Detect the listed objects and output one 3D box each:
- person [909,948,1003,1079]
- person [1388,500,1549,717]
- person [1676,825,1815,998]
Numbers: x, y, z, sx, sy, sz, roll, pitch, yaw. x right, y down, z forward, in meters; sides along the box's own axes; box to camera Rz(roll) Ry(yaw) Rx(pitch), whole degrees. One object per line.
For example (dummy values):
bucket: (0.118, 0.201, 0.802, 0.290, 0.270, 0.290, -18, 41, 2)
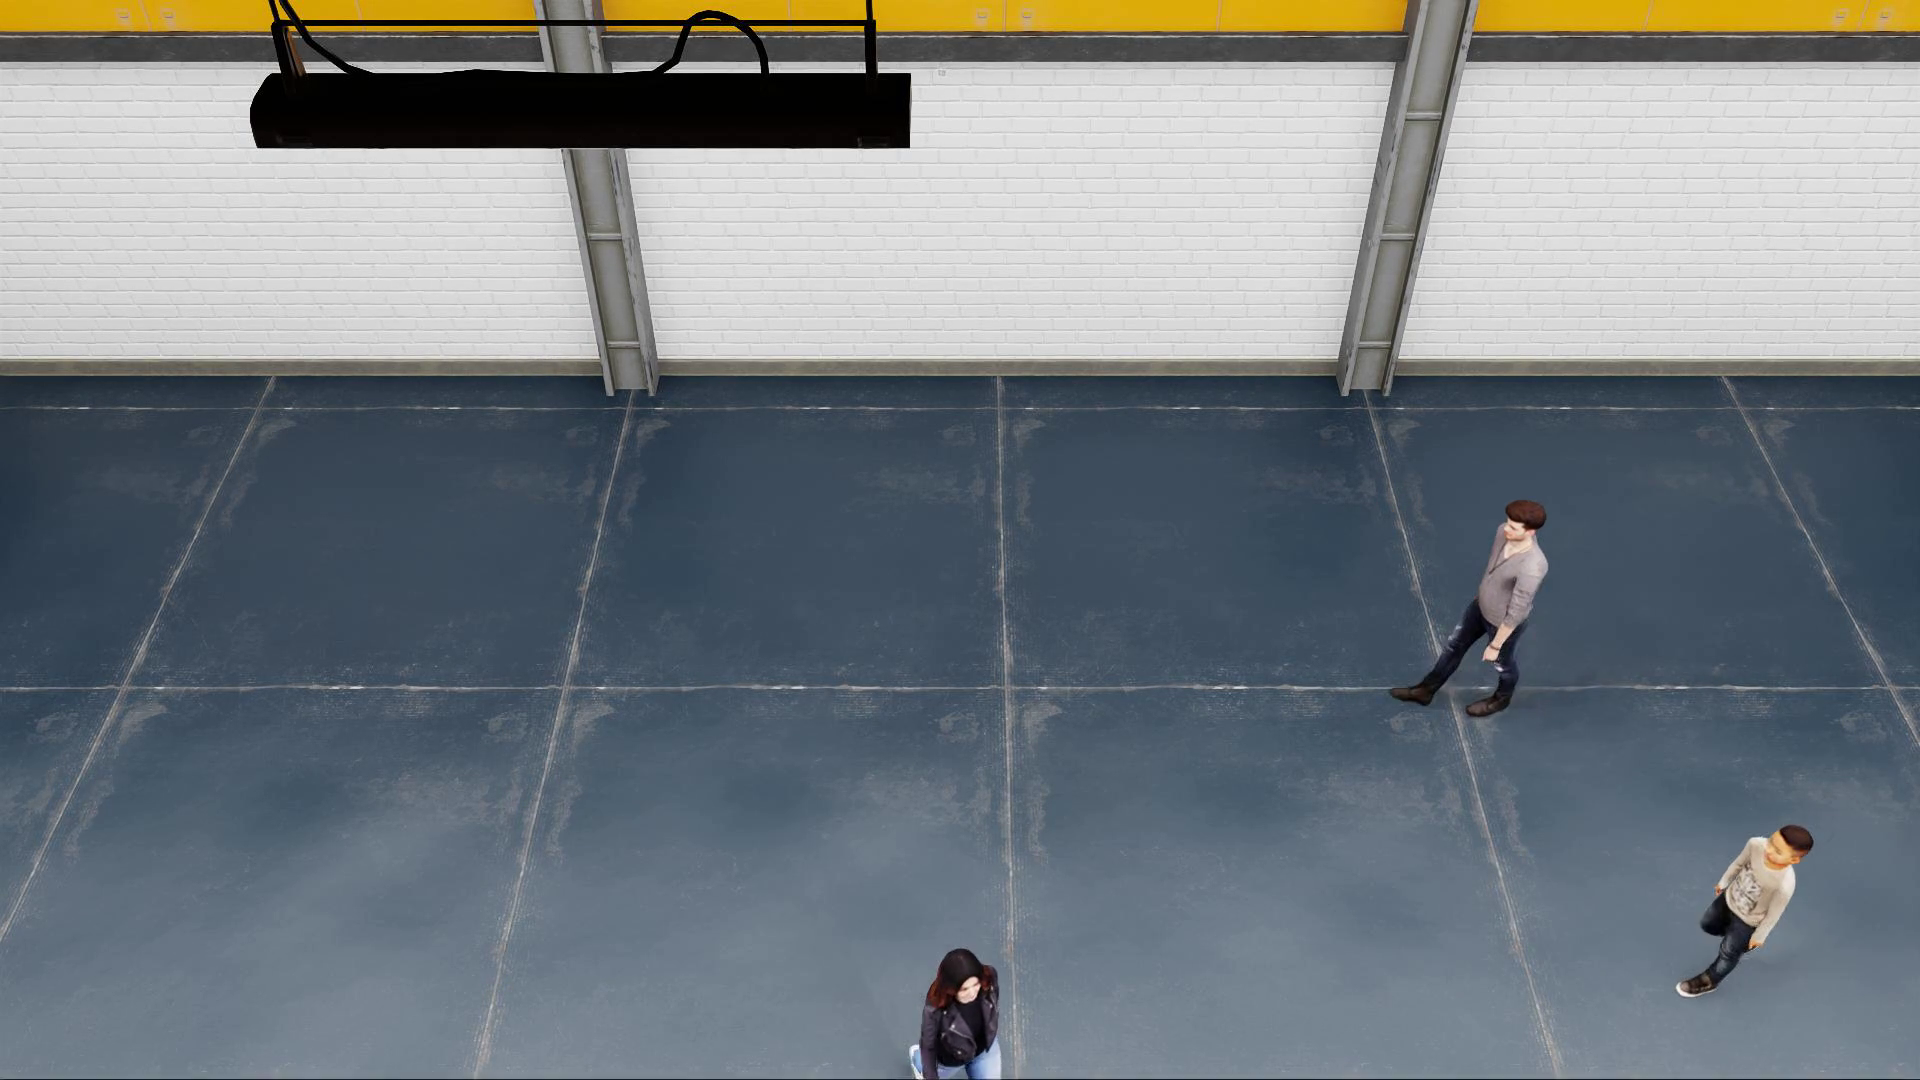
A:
person: (-0.042, 2.549, 8.505, 1.150, 1.594, 1.085, -23, 48, -22)
person: (3.493, 0.461, 10.491, 1.103, 1.877, 0.848, -7, 44, -7)
person: (4.391, 2.019, 9.160, 0.789, 1.458, 0.644, -8, 44, -9)
